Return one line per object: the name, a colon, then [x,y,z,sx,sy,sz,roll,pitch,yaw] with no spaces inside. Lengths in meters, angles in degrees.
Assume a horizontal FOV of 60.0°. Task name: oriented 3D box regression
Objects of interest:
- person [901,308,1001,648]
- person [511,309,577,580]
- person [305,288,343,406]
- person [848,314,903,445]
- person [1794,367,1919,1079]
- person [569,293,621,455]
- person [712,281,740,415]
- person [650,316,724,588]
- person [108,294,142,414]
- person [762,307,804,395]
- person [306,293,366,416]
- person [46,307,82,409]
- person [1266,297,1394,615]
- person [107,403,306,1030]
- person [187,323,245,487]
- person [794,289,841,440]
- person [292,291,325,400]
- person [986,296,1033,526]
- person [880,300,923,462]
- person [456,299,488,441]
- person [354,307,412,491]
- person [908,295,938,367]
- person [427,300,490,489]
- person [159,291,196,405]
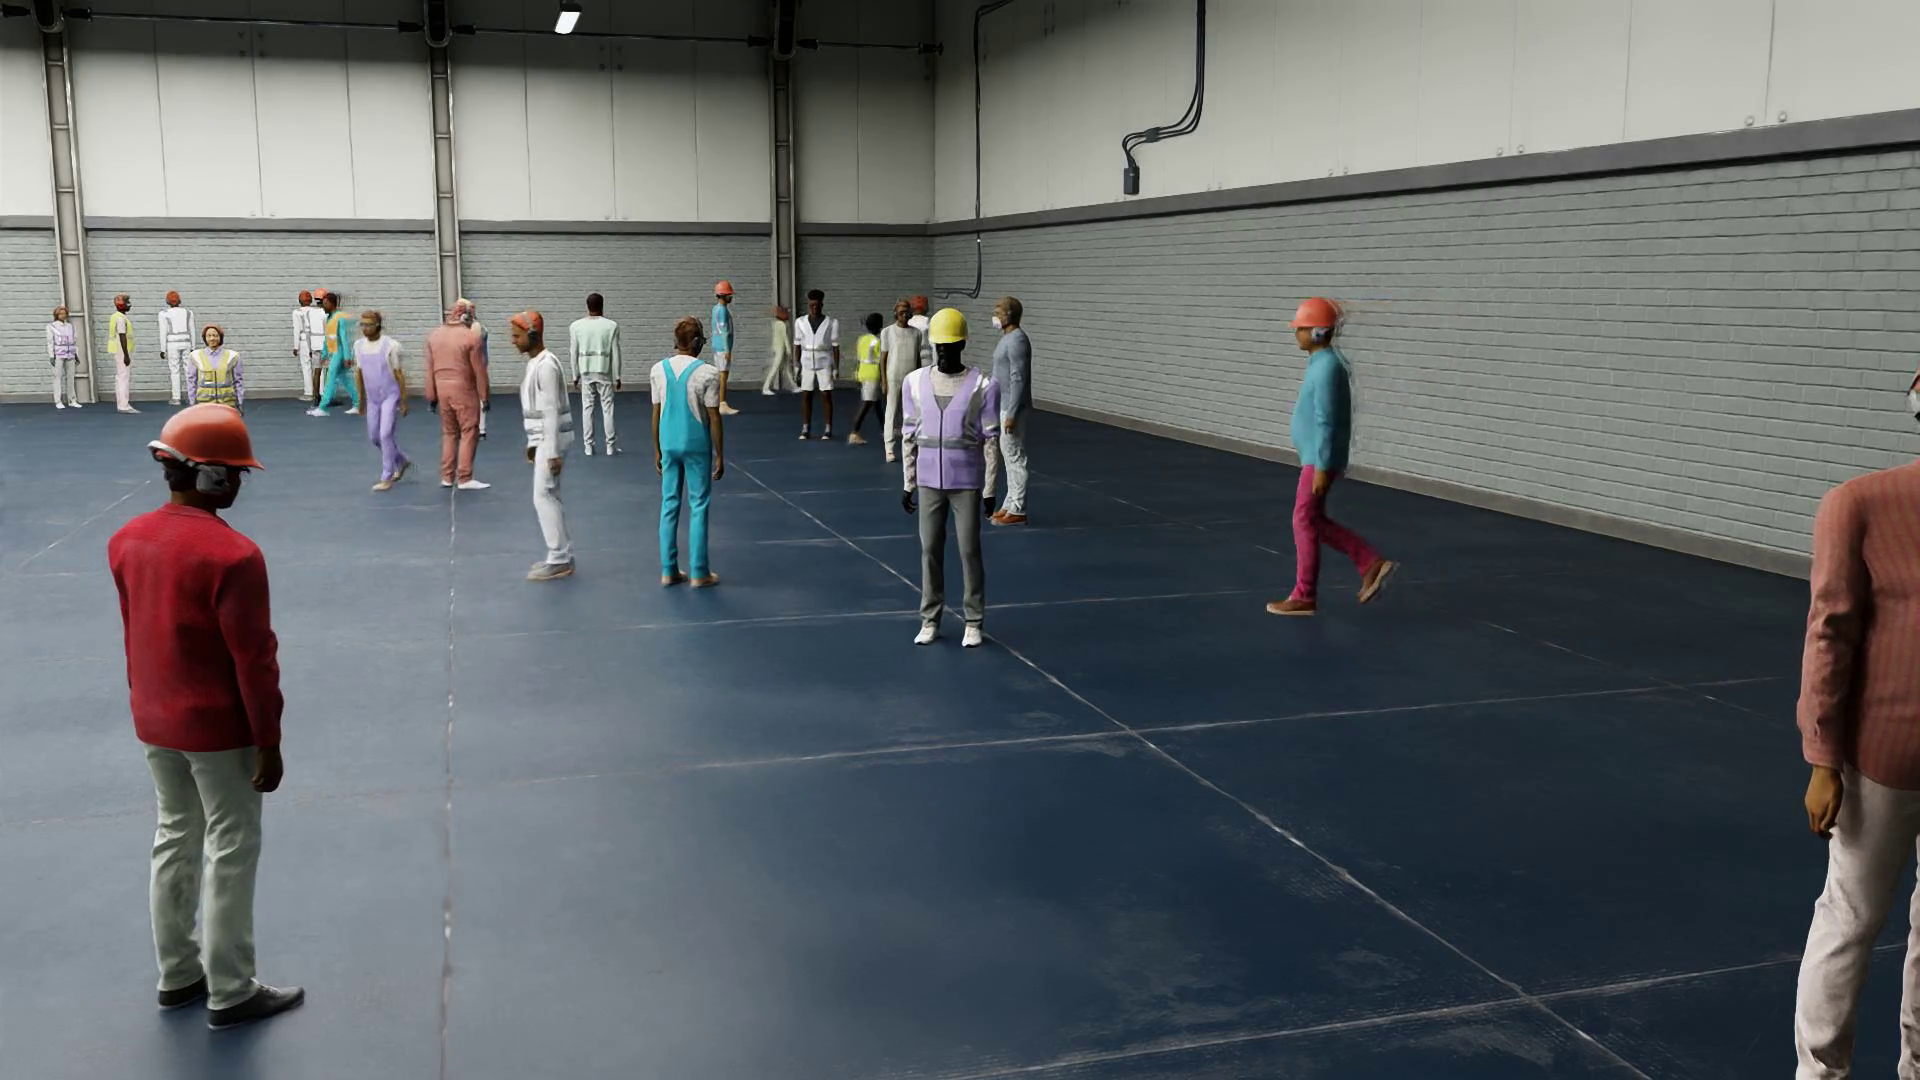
person: [-0.057,-0.341,9.392,0.582,1.919,0.394,3,9,19]
person: [-2.865,-0.659,11.537,0.421,1.869,0.604,-3,9,-18]
person: [-10.425,-3.155,27.262,0.553,1.935,0.362,2,9,13]
person: [-1.066,-2.023,20.942,0.900,1.638,0.549,-5,10,-31]
person: [2.216,0.501,3.781,0.611,1.988,0.391,-1,9,-4]
person: [-4.310,-1.958,19.707,0.590,1.913,0.398,0,9,0]
person: [-3.620,-2.945,25.583,0.378,2.045,0.605,-3,9,-19]
person: [-1.829,-0.583,11.197,0.514,1.836,0.355,2,9,16]
person: [-12.945,-2.864,25.696,0.396,1.847,0.565,-6,10,-32]
person: [-3.203,-3.410,30.012,0.875,1.584,0.523,-3,9,-18]
person: [-9.595,-2.839,25.519,0.945,1.867,0.606,-7,11,-37]
person: [-14.462,-2.939,26.833,0.309,1.641,0.514,4,10,26]
person: [2.289,-0.497,10.214,0.674,1.975,0.612,2,9,11]
person: [-2.084,0.489,4.645,0.575,1.740,0.348,5,10,28]
person: [-7.412,-1.334,16.591,0.514,1.642,0.310,-4,10,-26]
person: [-1.849,-2.270,21.565,0.607,1.958,0.377,1,9,9]
person: [-11.194,-3.338,28.602,0.342,1.882,0.579,6,11,36]
person: [0.425,-1.086,14.059,0.373,1.940,0.629,-1,9,-4]
person: [-0.656,-1.812,18.985,0.504,1.847,0.344,-3,10,-20]
person: [-6.348,-2.180,21.380,0.404,1.830,0.601,7,11,38]
person: [-5.691,-1.406,16.533,0.522,1.817,0.684,3,9,16]
person: [-0.528,-2.370,22.488,0.569,1.868,0.419,3,9,18]
person: [-4.975,-1.442,16.545,0.671,1.880,0.391,4,10,26]
person: [-12.989,-3.187,27.629,0.353,1.886,0.572,9,12,44]
